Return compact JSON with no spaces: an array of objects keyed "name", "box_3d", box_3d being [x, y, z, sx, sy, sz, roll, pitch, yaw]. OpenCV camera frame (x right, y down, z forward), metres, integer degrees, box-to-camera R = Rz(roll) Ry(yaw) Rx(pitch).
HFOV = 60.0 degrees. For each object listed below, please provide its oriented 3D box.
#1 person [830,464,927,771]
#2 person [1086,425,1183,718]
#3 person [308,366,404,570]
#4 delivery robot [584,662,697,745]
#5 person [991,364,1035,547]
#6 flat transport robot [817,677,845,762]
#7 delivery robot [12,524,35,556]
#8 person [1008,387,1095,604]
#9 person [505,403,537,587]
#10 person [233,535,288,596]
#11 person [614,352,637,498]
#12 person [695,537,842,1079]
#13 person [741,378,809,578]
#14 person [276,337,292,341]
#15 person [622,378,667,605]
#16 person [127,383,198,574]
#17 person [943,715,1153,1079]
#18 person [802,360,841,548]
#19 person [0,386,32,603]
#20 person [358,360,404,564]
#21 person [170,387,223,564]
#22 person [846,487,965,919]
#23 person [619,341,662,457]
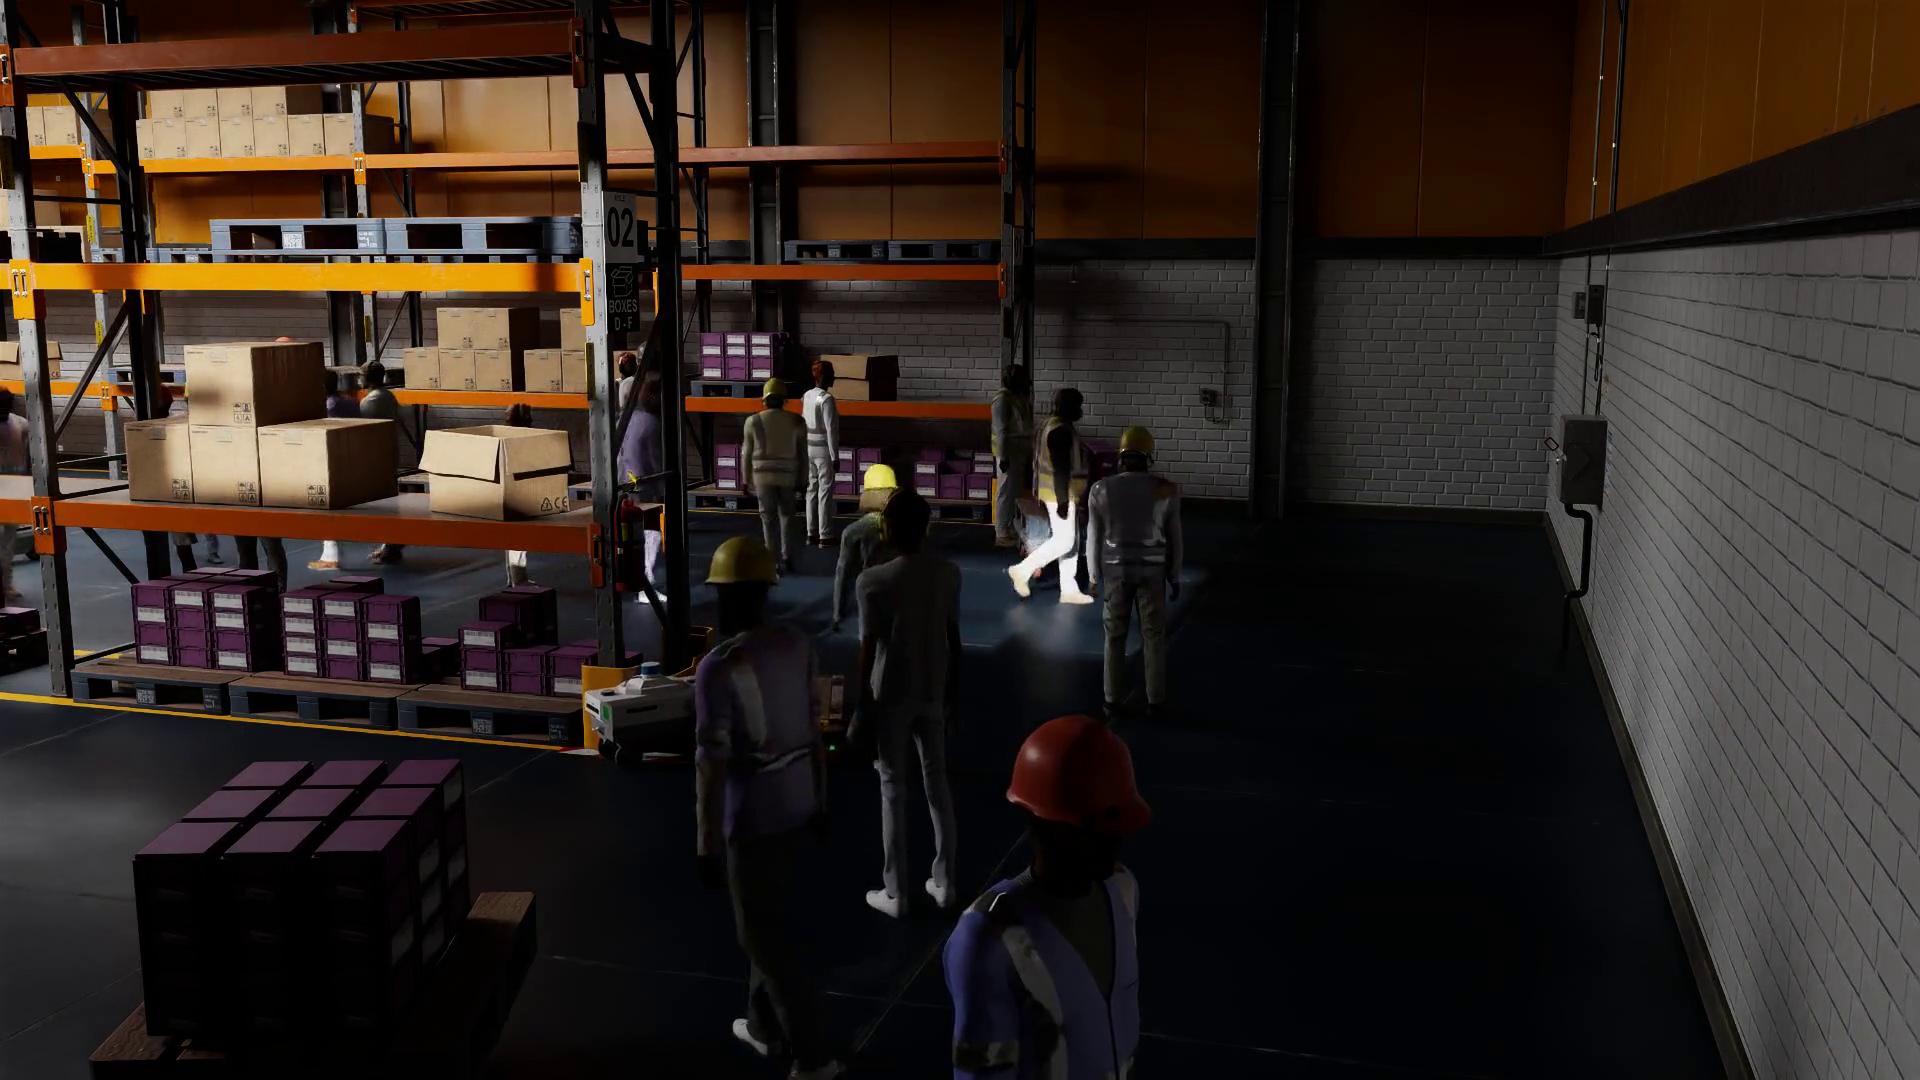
[{"name":"person","box_3d":[-0.456,0.421,9.427,0.507,1.687,0.858,-4,10,-21]},{"name":"person","box_3d":[1.090,0.199,10.396,0.601,1.830,0.404,1,9,8]},{"name":"person","box_3d":[-5.642,-0.662,15.443,0.822,1.907,0.651,0,9,1]},{"name":"delivery robot","box_3d":[-1.763,0.940,9.481,0.707,0.478,0.477,-6,11,-33]},{"name":"person","box_3d":[0.537,-0.858,16.814,0.429,1.841,0.634,3,10,19]},{"name":"flat transport robot","box_3d":[-1.027,1.046,9.978,0.652,0.197,1.431,-1,9,-3]},{"name":"delivery robot","box_3d":[-9.149,-0.096,15.783,0.707,0.478,0.477,3,10,19]},{"name":"person","box_3d":[0.784,-0.358,13.857,0.633,1.816,0.654,1,9,6]},{"name":"person","box_3d":[-3.831,-0.372,14.461,0.315,1.640,0.514,-3,10,-20]},{"name":"person","box_3d":[-5.650,-0.332,13.315,0.630,1.940,0.373,2,9,10]},{"name":"person","box_3d":[-3.646,-1.114,18.247,0.362,1.883,0.575,4,10,24]},{"name":"person","box_3d":[-0.638,0.943,5.743,0.660,1.887,0.639,5,11,29]},{"name":"person","box_3d":[-1.712,-0.576,15.207,0.597,1.810,0.678,-3,10,-19]},{"name":"person","box_3d":[-7.954,-1.410,19.741,0.610,1.986,0.392,-4,10,-25]},{"name":"person","box_3d":[-2.585,-0.406,13.893,0.450,1.888,0.680,-6,11,-31]},{"name":"person","box_3d":[-6.199,-0.275,12.972,0.550,1.933,0.370,0,9,-3]},{"name":"person","box_3d":[0.216,1.294,3.402,0.375,1.935,0.551,8,12,39]},{"name":"person","box_3d":[-1.375,-0.862,16.705,0.343,1.882,0.585,-6,11,-33]},{"name":"person","box_3d":[-8.034,-0.390,14.049,0.781,1.811,0.630,5,11,30]},{"name":"person","box_3d":[-5.493,-0.725,15.789,0.483,1.952,0.640,0,9,0]},{"name":"person","box_3d":[-7.225,-0.650,15.782,0.547,1.752,0.492,-8,12,-41]},{"name":"person","box_3d":[-0.221,0.703,7.219,0.532,1.867,0.309,-5,10,-26]},{"name":"person","box_3d":[-3.288,-1.084,17.582,0.686,2.000,0.535,-5,11,-28]}]
